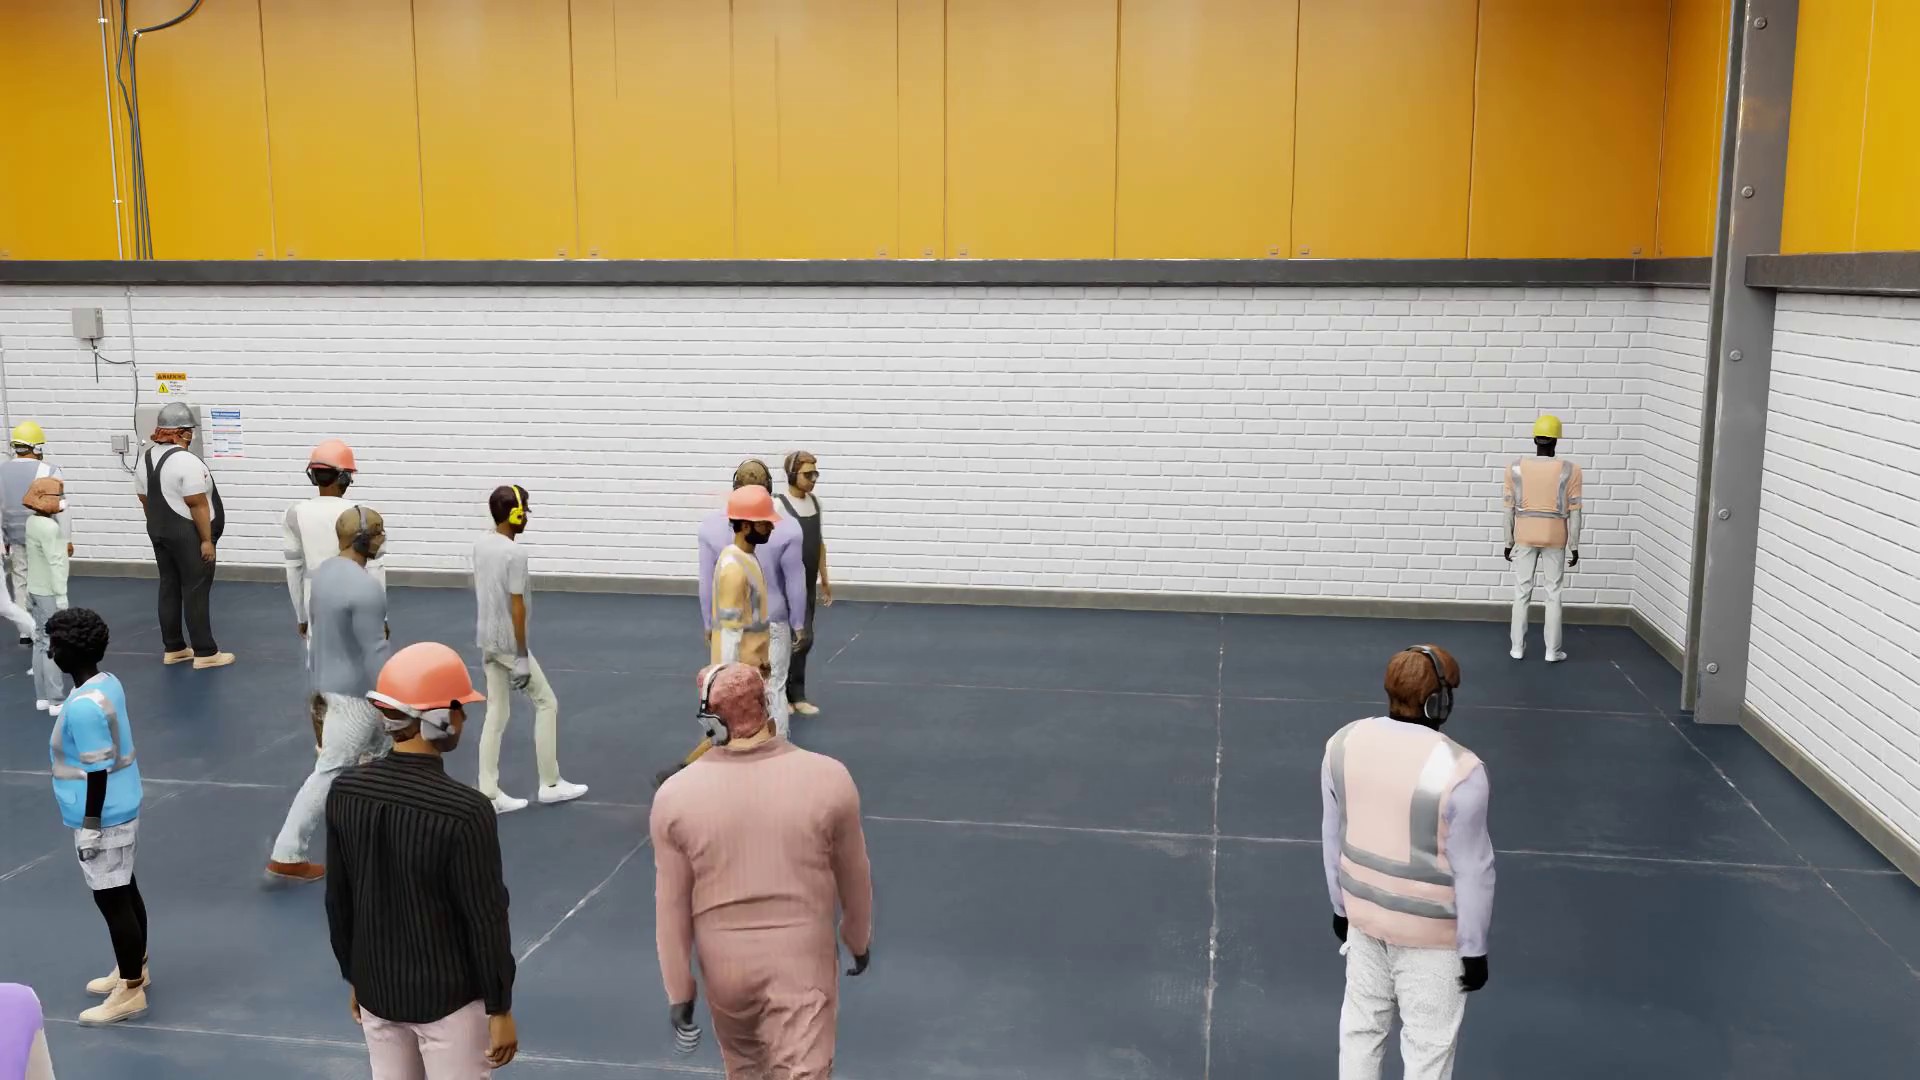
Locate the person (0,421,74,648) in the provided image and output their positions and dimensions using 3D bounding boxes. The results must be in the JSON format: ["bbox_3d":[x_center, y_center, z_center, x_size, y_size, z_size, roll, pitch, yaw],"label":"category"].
[{"bbox_3d":[-7.415,-0.036,13.357,0.600,1.832,0.404,0,9,0],"label":"person"}]

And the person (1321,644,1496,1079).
[{"bbox_3d":[1.468,1.245,5.428,0.430,1.845,0.624,-7,11,-35],"label":"person"}]

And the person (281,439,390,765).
[{"bbox_3d":[-3.694,0.418,9.923,0.607,2.041,0.377,1,9,8],"label":"person"}]

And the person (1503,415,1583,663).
[{"bbox_3d":[4.499,-0.006,12.880,0.587,1.928,0.363,5,10,26],"label":"person"}]

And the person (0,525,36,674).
[{"bbox_3d":[-7.252,0.130,12.418,0.930,1.819,0.590,0,9,0],"label":"person"}]

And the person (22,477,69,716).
[{"bbox_3d":[-6.228,0.380,11.407,0.287,1.631,0.501,-9,13,-43],"label":"person"}]

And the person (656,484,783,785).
[{"bbox_3d":[-1.233,0.641,8.937,0.754,1.913,0.554,0,9,-3],"label":"person"}]

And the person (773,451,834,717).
[{"bbox_3d":[-1.078,0.309,11.234,0.401,1.832,0.503,5,11,29],"label":"person"}]

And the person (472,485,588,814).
[{"bbox_3d":[-2.462,0.605,9.383,0.538,1.835,0.779,8,12,41],"label":"person"}]

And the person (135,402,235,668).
[{"bbox_3d":[-5.926,-0.045,12.774,0.675,2.000,0.536,5,11,29],"label":"person"}]

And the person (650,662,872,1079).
[{"bbox_3d":[-0.600,1.298,5.080,0.656,1.856,0.953,0,9,-1],"label":"person"}]

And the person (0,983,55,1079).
[{"bbox_3d":[-1.985,1.584,3.422,0.857,1.810,0.594,2,9,13],"label":"person"}]

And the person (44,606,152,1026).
[{"bbox_3d":[-3.487,1.104,6.736,0.317,1.698,0.540,-3,10,-20],"label":"person"}]

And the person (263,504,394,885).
[{"bbox_3d":[-3.060,0.759,8.340,1.033,1.884,0.633,-7,11,-37],"label":"person"}]

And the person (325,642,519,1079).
[{"bbox_3d":[-1.516,1.276,4.778,0.622,1.989,0.399,5,10,26],"label":"person"}]

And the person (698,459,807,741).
[{"bbox_3d":[-1.214,0.488,9.802,0.635,1.937,0.353,1,9,6],"label":"person"}]
